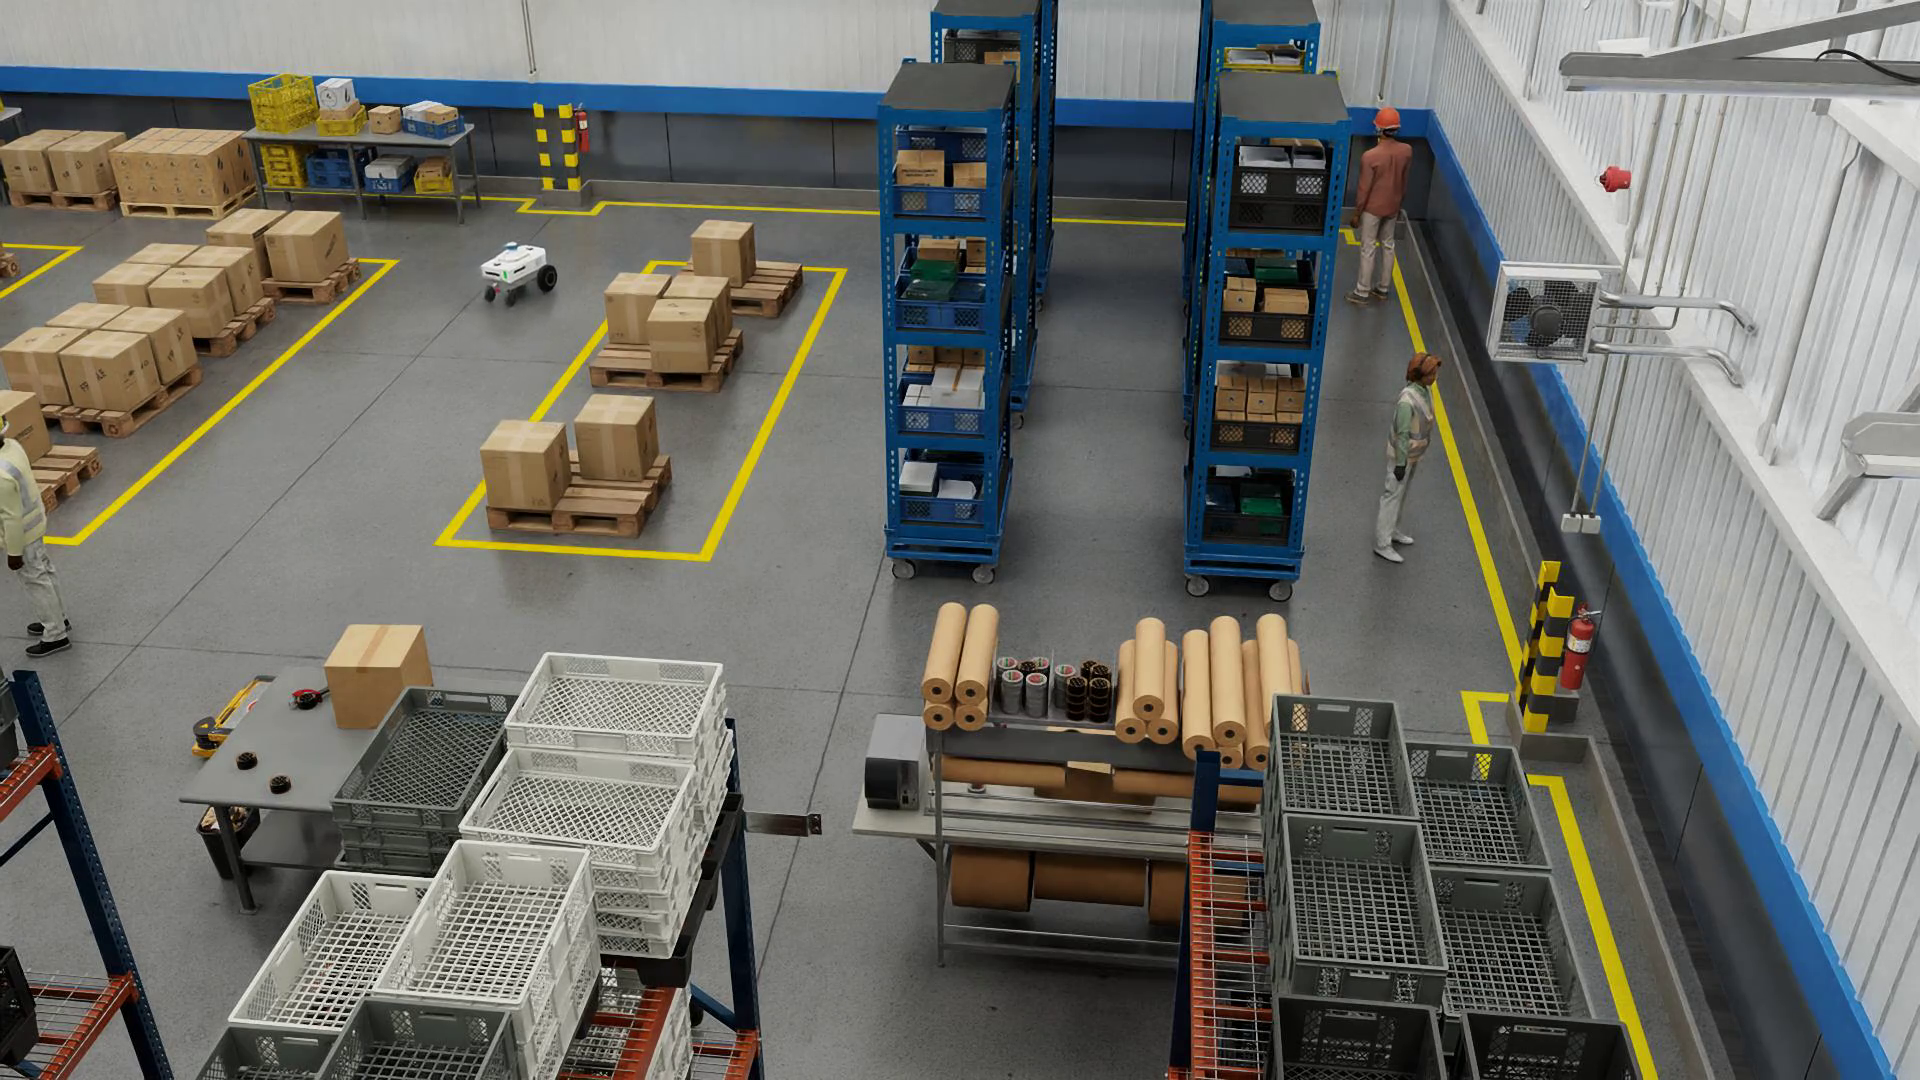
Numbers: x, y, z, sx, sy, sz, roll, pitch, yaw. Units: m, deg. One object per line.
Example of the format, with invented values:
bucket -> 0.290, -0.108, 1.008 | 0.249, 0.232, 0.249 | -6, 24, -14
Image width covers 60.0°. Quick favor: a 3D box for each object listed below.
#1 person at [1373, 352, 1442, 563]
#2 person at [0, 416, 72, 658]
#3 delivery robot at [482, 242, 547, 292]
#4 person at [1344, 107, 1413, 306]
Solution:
person -> 3.332, -0.637, 12.390 | 0.311, 1.636, 0.523 | 16, 34, 25
person -> -6.374, -0.071, 11.223 | 0.403, 1.837, 0.591 | -11, 32, -19
delivery robot -> -4.582, -2.817, 17.107 | 0.477, 0.478, 0.707 | 13, 32, 22
person -> 4.195, -3.340, 16.681 | 0.609, 1.996, 0.379 | -14, 33, -23
